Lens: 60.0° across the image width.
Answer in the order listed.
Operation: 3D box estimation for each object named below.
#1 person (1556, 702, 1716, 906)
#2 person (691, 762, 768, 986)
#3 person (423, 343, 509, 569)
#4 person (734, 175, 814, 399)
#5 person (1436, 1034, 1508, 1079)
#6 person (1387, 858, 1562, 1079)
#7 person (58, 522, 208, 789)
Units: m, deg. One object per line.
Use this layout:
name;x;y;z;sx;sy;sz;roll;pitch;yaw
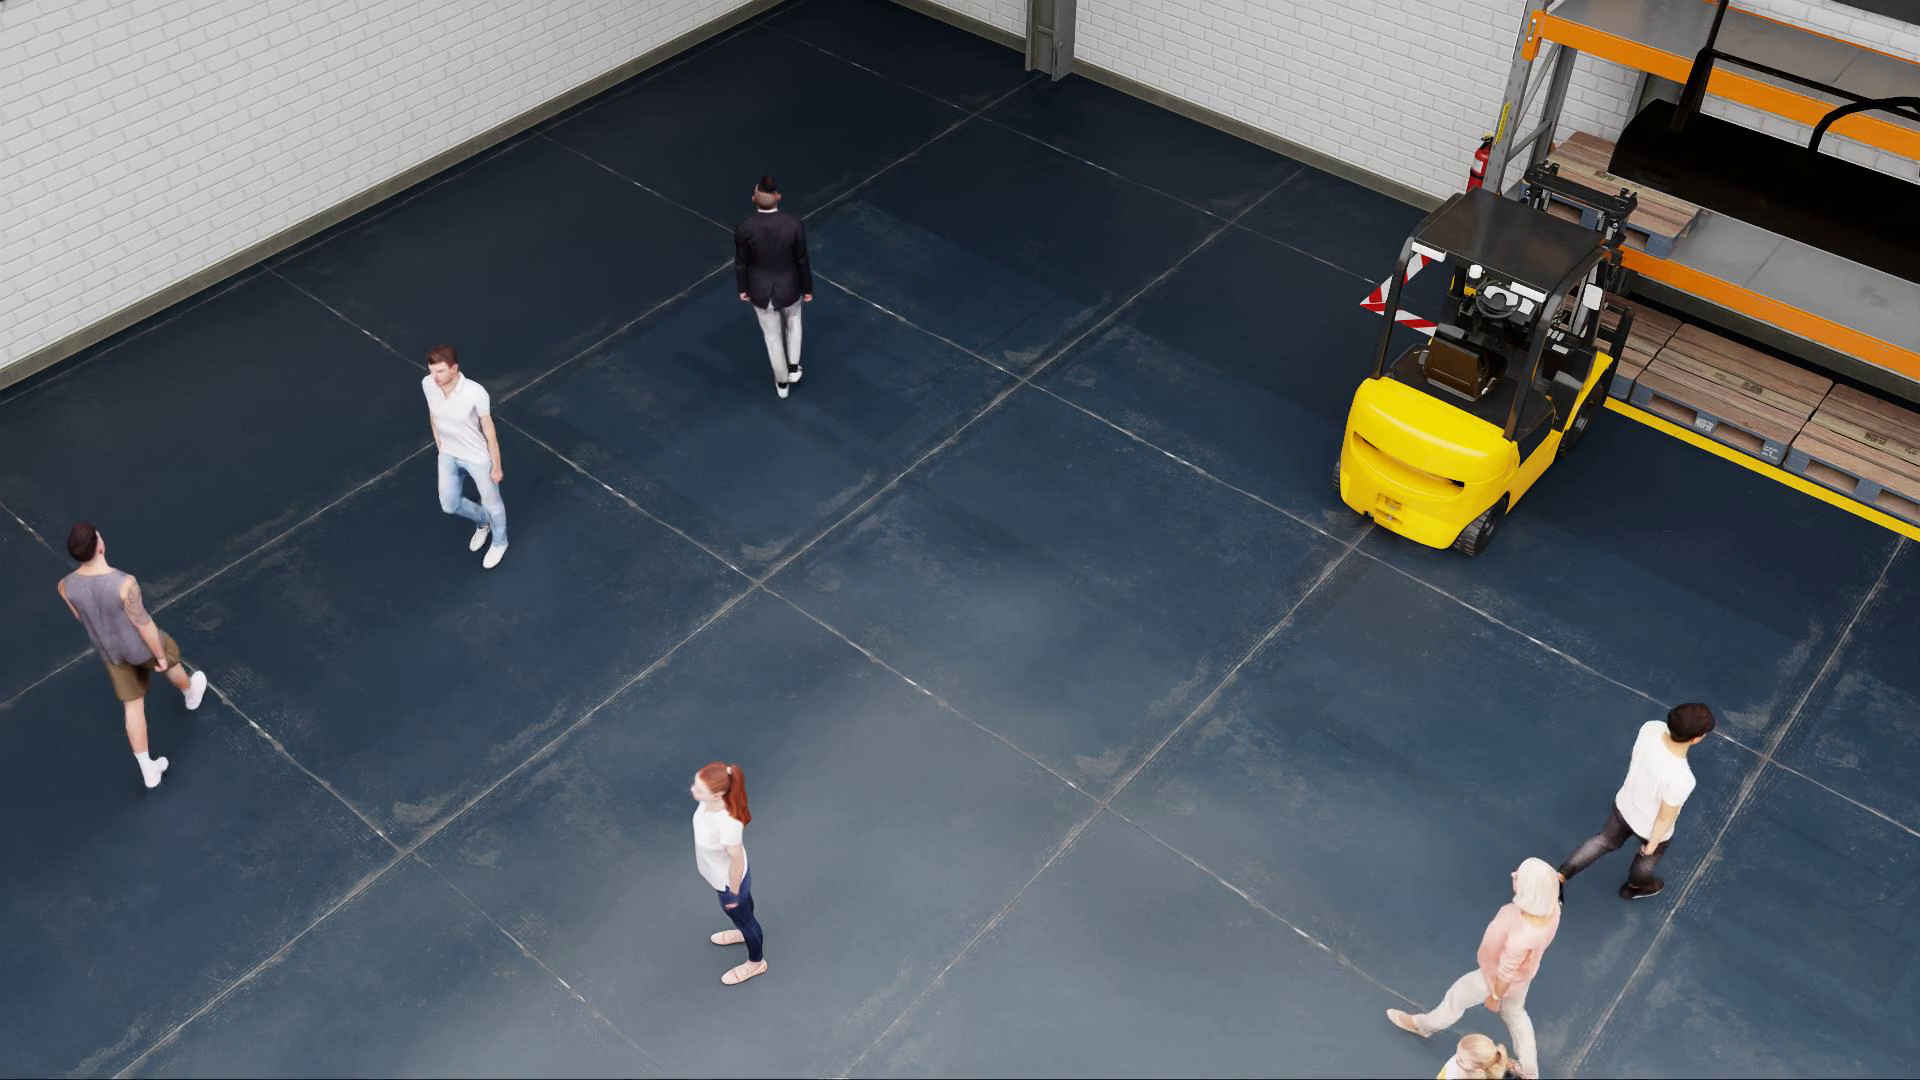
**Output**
person;3.709;1.492;9.182;1.071;1.697;1.086;-10;44;-10
person;-1.219;1.749;8.882;0.710;1.739;0.625;-11;45;-11
person;-3.298;-0.629;11.302;0.722;1.844;0.839;13;45;13
person;-1.381;-1.863;12.524;0.843;1.945;0.886;-6;44;-6
person;2.434;2.781;8.133;0.607;1.277;0.564;7;44;7
person;2.838;2.221;8.427;1.040;1.683;0.614;29;51;27
person;-5.001;0.703;9.947;1.141;1.802;1.228;-3;44;-3
